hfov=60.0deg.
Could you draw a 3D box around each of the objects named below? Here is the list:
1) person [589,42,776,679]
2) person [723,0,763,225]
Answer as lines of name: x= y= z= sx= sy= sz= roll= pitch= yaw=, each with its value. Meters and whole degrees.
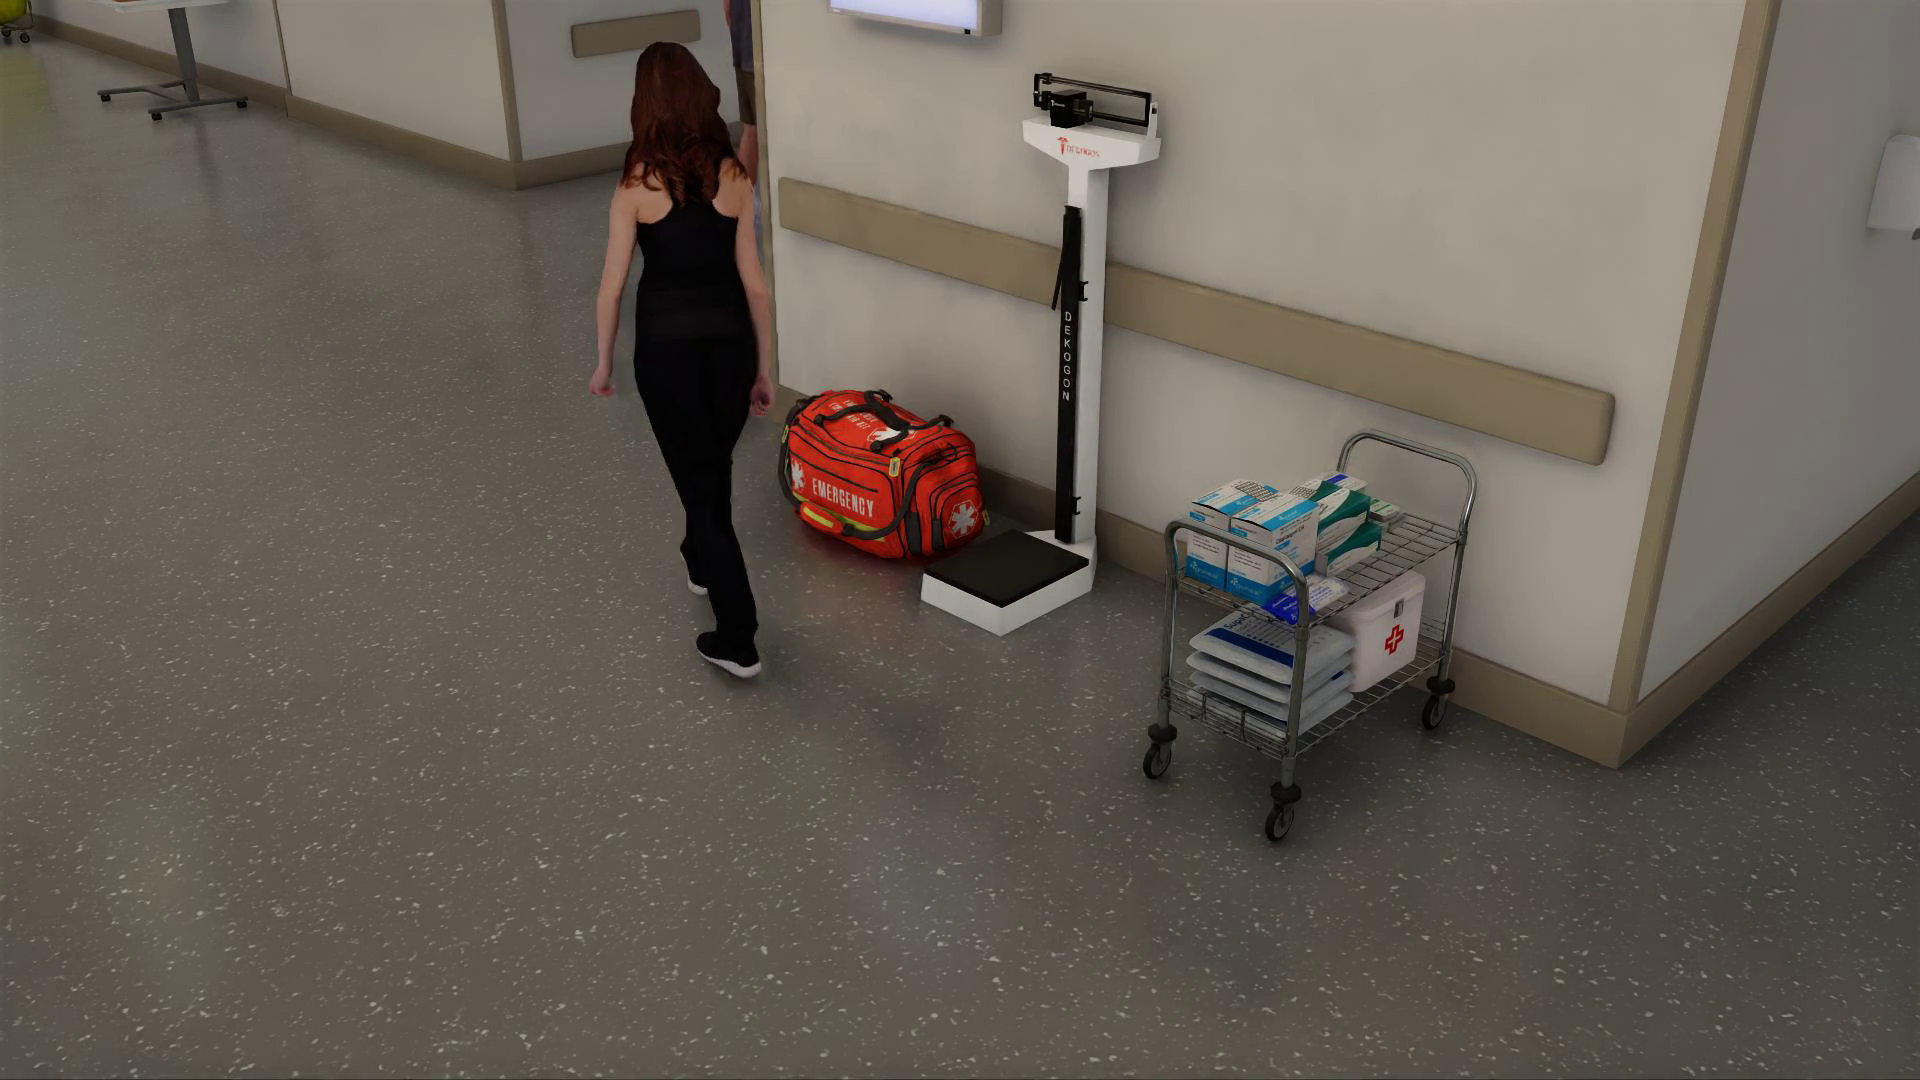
person: x=-0.683 y=-0.429 z=4.547 sx=0.809 sy=1.703 sz=1.084 roll=-16 pitch=30 yaw=-29
person: x=-1.064 y=-2.574 z=8.874 sx=0.722 sy=1.850 sz=0.528 roll=-19 pitch=32 yaw=-34
